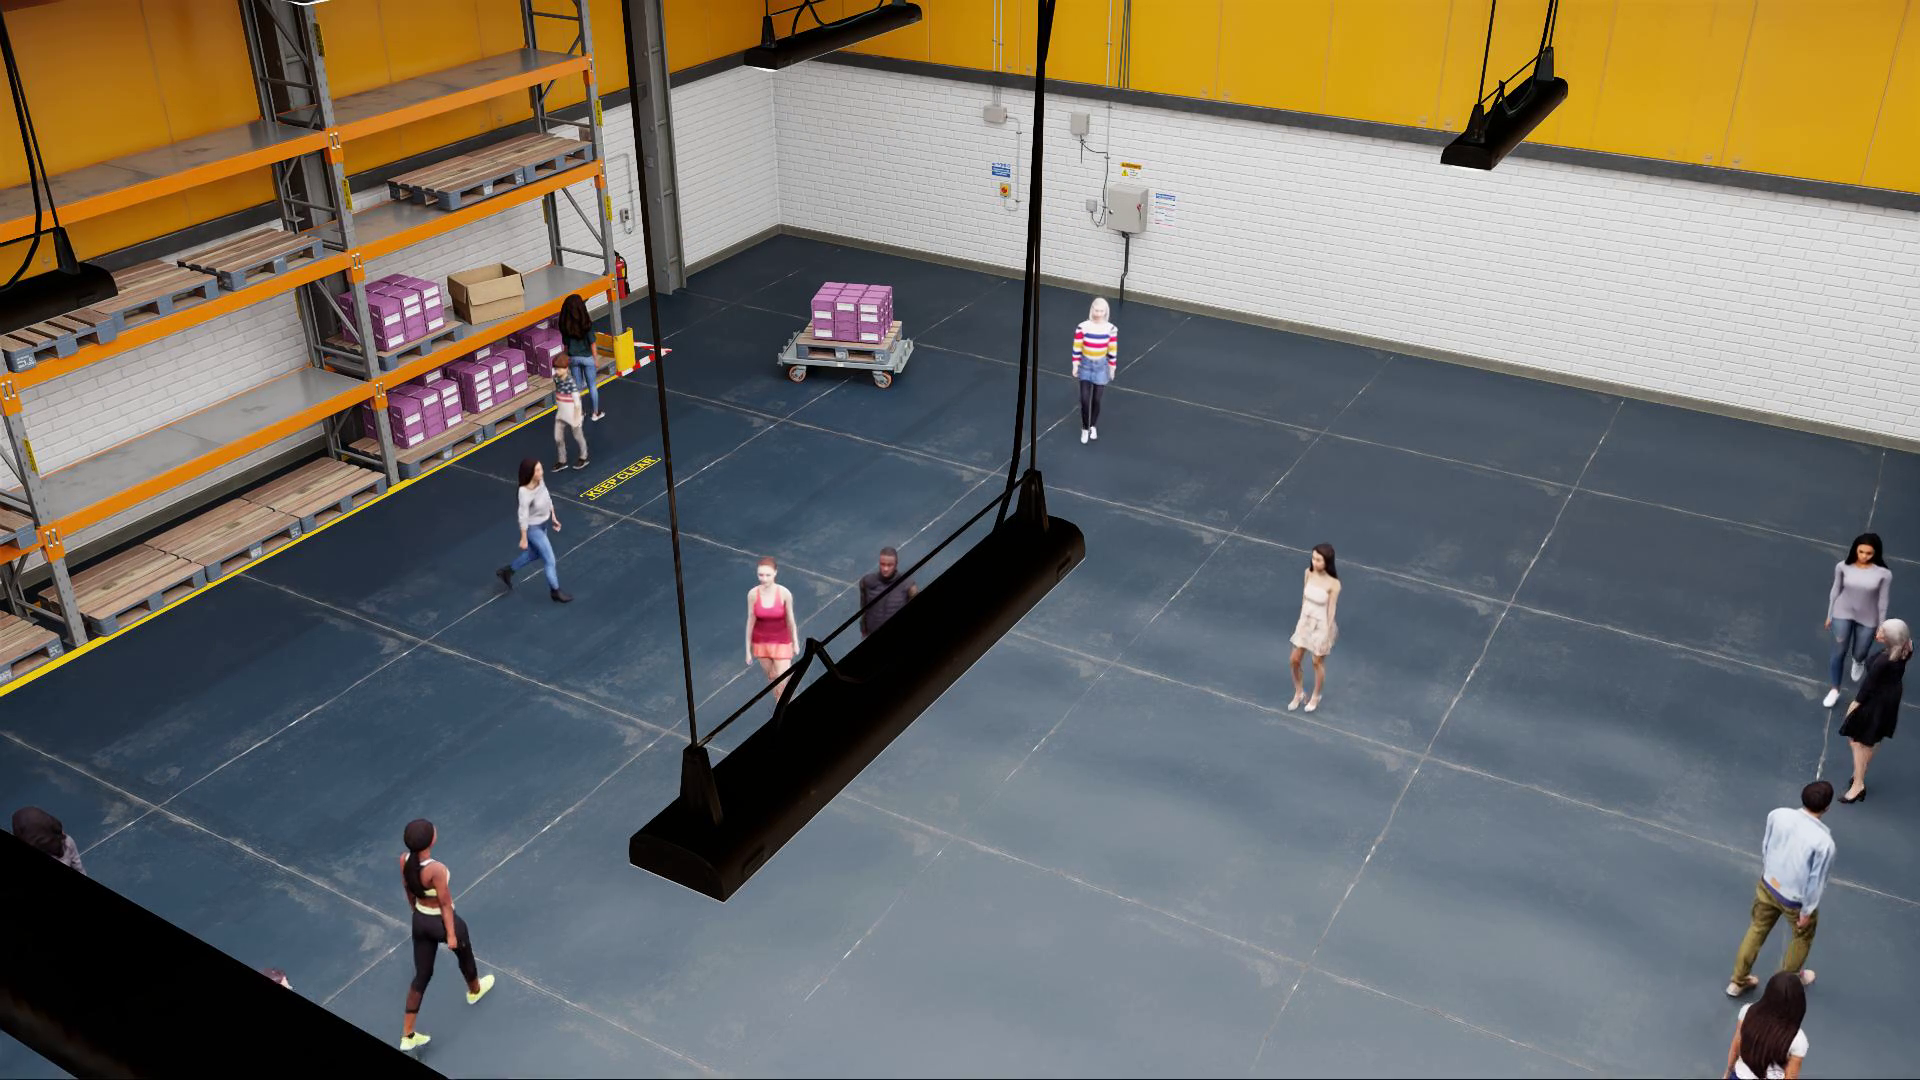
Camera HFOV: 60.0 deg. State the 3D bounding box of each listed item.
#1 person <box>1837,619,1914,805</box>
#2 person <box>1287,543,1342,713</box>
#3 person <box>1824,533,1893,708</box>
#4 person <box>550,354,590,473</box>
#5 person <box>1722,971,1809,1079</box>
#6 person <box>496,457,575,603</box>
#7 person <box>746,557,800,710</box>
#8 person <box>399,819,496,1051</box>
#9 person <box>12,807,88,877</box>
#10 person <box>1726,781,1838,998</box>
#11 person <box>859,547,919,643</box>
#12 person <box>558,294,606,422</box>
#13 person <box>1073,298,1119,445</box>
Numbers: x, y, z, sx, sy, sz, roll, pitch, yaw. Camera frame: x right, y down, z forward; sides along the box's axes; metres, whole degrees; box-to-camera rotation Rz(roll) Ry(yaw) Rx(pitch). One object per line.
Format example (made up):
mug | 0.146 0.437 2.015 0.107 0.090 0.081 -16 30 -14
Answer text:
person | 7.560 1.349 13.677 0.720 1.726 0.856 -8 30 -14
person | 3.221 0.780 14.722 0.705 1.724 0.676 -22 35 -34
person | 8.047 0.672 14.926 0.732 1.718 0.898 17 33 29
person | -4.473 -1.504 19.219 0.536 1.426 0.700 17 33 28
person | 4.694 3.392 9.932 1.218 1.725 0.910 -17 33 -28
person | -4.279 -0.099 16.460 0.937 1.601 1.057 2 29 4
person | -1.614 0.886 14.529 0.857 1.721 1.132 4 29 6
person | -3.615 2.679 11.247 0.661 1.717 1.143 11 31 20
person | -6.131 2.561 11.417 0.681 1.761 0.487 12 31 20
person | 5.681 2.477 11.547 1.071 1.784 0.974 -13 31 -22
person | -0.583 0.842 14.517 0.912 1.811 1.105 6 29 11
person | -4.638 -2.233 20.357 0.696 1.617 0.722 2 29 4
person | 1.600 -2.063 19.861 0.808 1.794 0.841 0 29 0
